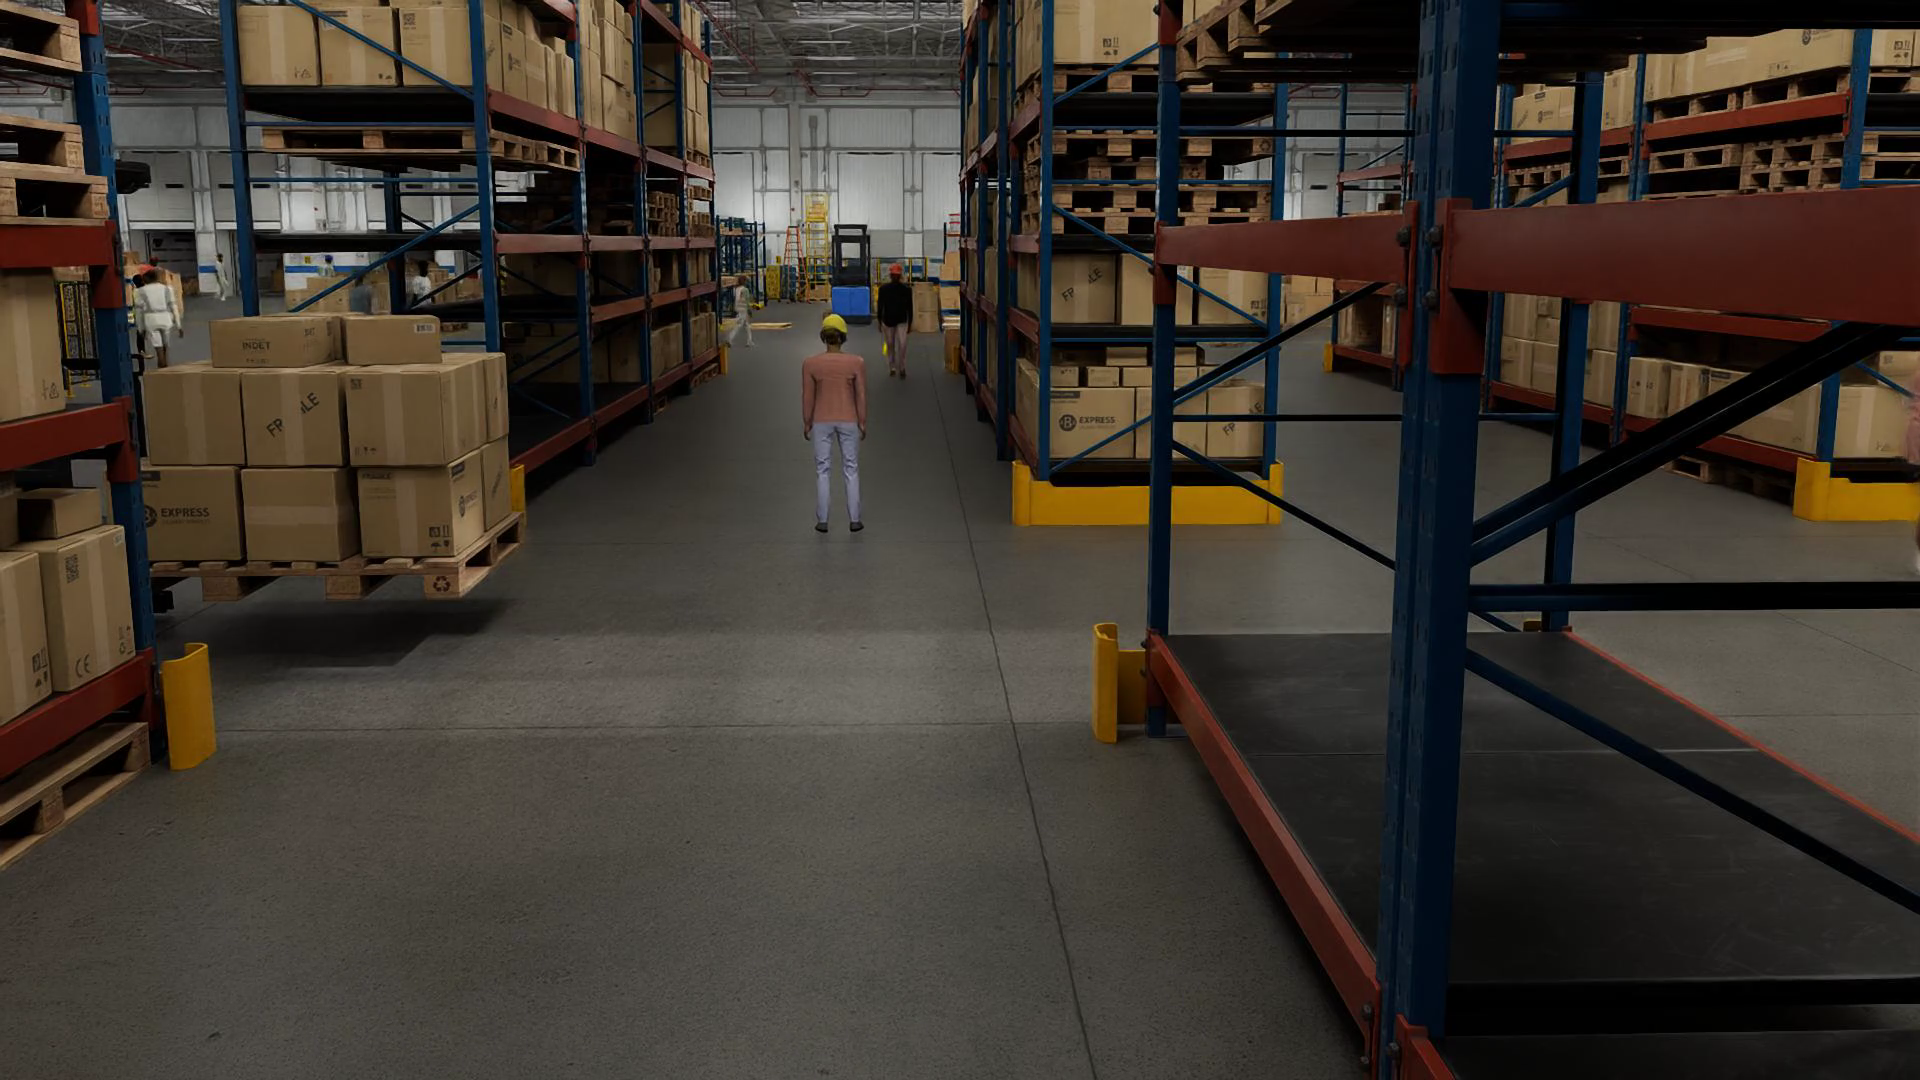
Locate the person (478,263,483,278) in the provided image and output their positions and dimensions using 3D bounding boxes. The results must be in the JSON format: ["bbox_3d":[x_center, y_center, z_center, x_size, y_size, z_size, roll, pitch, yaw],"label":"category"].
[{"bbox_3d":[-16.697,-9.131,58.666,0.584,1.921,0.392,-7,13,-35],"label":"person"}]

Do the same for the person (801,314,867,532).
[{"bbox_3d":[-1.015,-0.940,13.462,0.526,1.768,0.331,-1,10,-4],"label":"person"}]

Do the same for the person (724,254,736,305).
[{"bbox_3d":[-8.502,-9.601,61.278,0.701,1.916,0.662,-1,10,-4],"label":"person"}]

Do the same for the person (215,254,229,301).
[{"bbox_3d":[-29.396,-10.457,66.253,0.403,1.846,0.549,5,11,24],"label":"person"}]

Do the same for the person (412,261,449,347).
[{"bbox_3d":[-11.767,-5.204,36.776,0.982,1.911,0.632,1,10,6],"label":"person"}]

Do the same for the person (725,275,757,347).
[{"bbox_3d":[-4.917,-5.108,37.136,0.811,1.605,0.526,-7,12,-33],"label":"person"}]

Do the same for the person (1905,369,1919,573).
[{"bbox_3d":[6.750,-0.590,11.222,0.659,1.874,0.856,5,11,25],"label":"person"}]

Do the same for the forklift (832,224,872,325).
[{"bbox_3d":[-3.051,-7.430,46.512,1.129,2.768,1.873,0,10,-2],"label":"forklift"}]

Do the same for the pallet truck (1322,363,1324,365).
[{"bbox_3d":[7.712,-4.157,30.737,1.885,1.965,0.823,3,11,16],"label":"pallet truck"}]

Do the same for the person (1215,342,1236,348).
[{"bbox_3d":[5.940,-5.205,36.748,0.374,1.936,0.629,-5,11,-25],"label":"person"}]

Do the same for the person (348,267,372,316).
[{"bbox_3d":[-10.160,-3.678,28.300,0.641,1.917,0.741,10,14,43],"label":"person"}]

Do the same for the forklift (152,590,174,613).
[{"bbox_3d":[-5.858,-0.811,9.639,1.873,2.768,1.129,-1,10,-3],"label":"forklift"}]

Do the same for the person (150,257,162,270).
[{"bbox_3d":[-24.546,-7.700,50.793,0.577,1.884,0.353,7,12,33],"label":"person"}]

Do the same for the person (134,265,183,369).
[{"bbox_3d":[-13.037,-3.480,27.042,0.645,1.974,1.084,-9,14,-42],"label":"person"}]

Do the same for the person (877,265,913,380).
[{"bbox_3d":[-1.107,-3.730,28.522,0.604,1.947,1.042,0,10,0],"label":"person"}]

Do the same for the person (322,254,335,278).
[{"bbox_3d":[-20.519,-8.356,54.301,0.724,1.925,0.603,-8,13,-39],"label":"person"}]

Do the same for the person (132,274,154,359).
[{"bbox_3d":[-16.416,-4.478,33.366,0.318,1.697,0.535,-3,11,-15],"label":"person"}]
